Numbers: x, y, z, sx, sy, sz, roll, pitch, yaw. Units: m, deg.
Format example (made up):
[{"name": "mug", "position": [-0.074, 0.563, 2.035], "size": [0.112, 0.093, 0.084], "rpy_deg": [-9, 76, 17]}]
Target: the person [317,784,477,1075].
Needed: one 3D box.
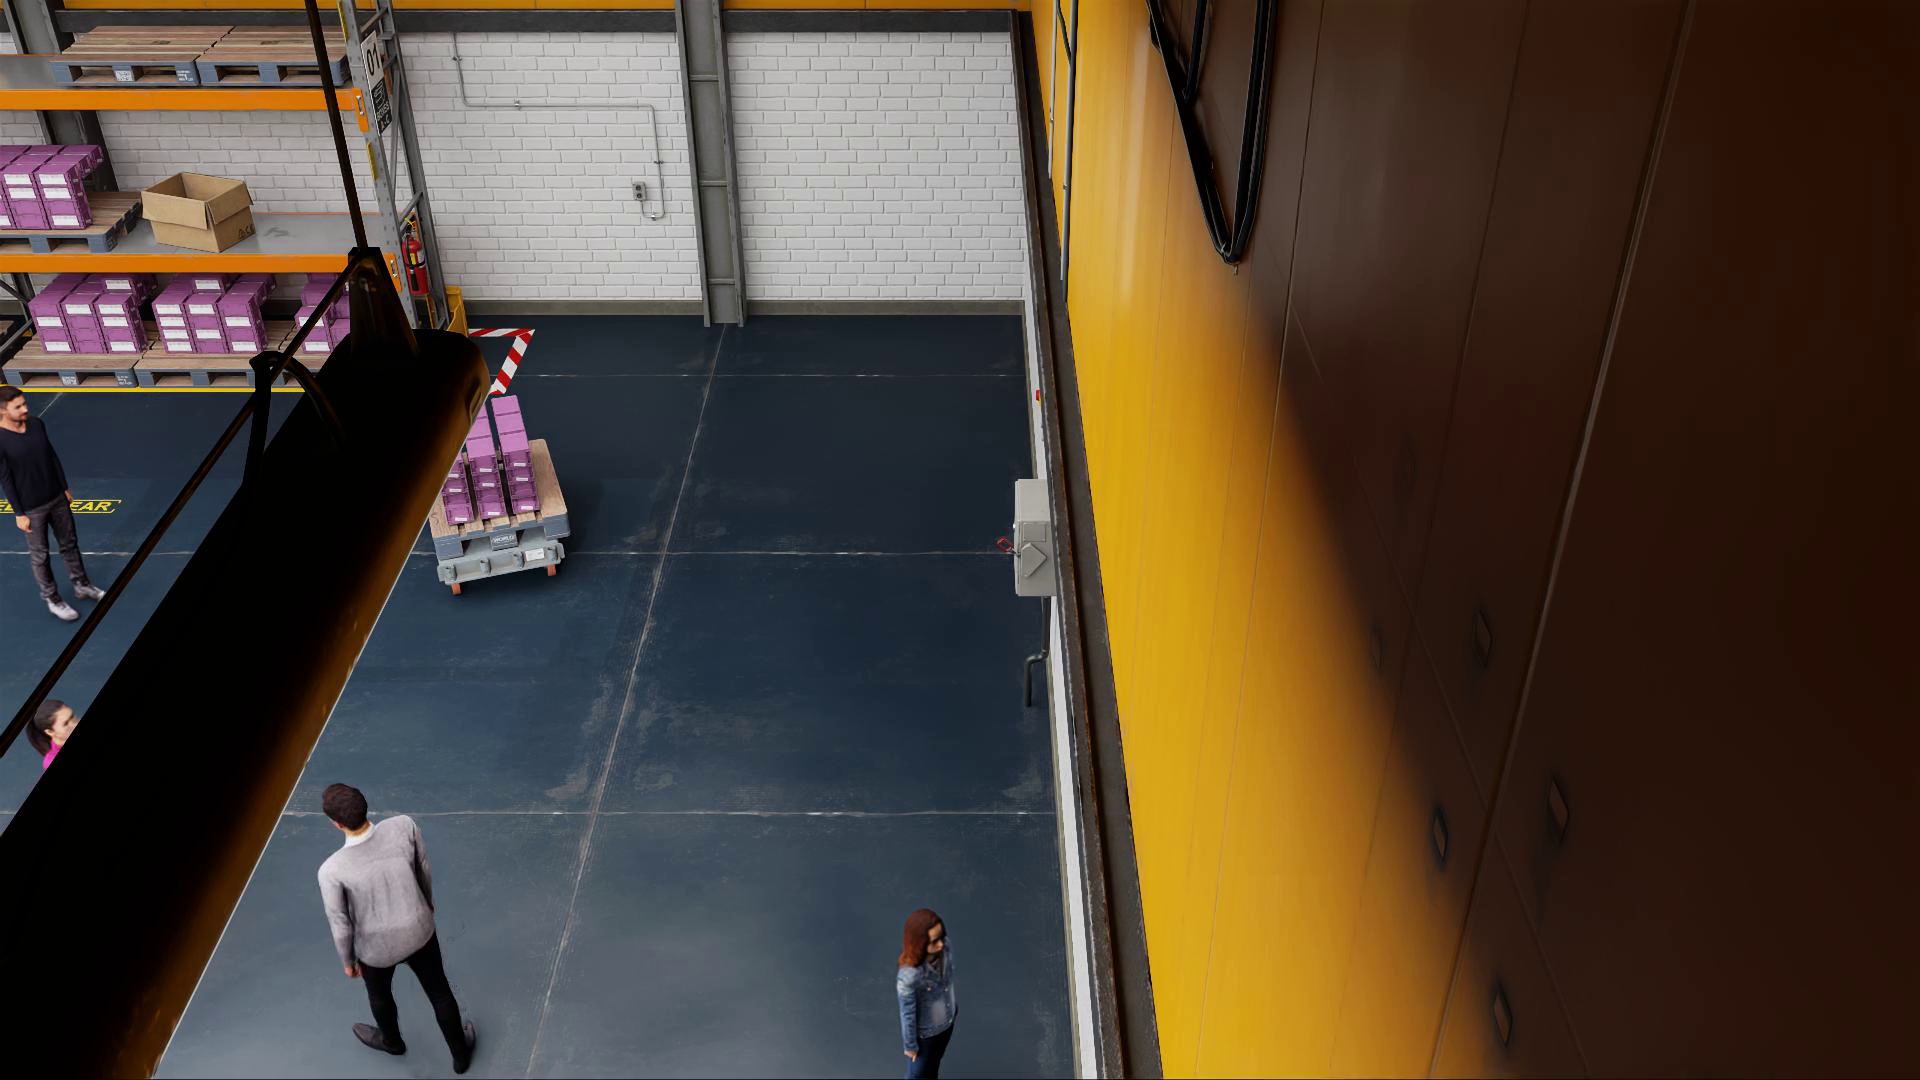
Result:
[{"name": "person", "position": [-2.877, 2.055, 8.580], "size": [1.014, 1.894, 1.072], "rpy_deg": [-24, 41, -32]}]

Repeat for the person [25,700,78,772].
[{"name": "person", "position": [-4.935, 1.591, 9.456], "size": [0.553, 1.698, 0.569], "rpy_deg": [0, 34, 0]}]

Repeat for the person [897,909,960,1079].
[{"name": "person", "position": [-0.161, 2.420, 8.409], "size": [0.660, 1.476, 0.645], "rpy_deg": [19, 38, 26]}]

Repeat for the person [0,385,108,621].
[{"name": "person", "position": [-6.726, -0.290, 12.132], "size": [0.698, 1.867, 0.709], "rpy_deg": [14, 36, 20]}]
